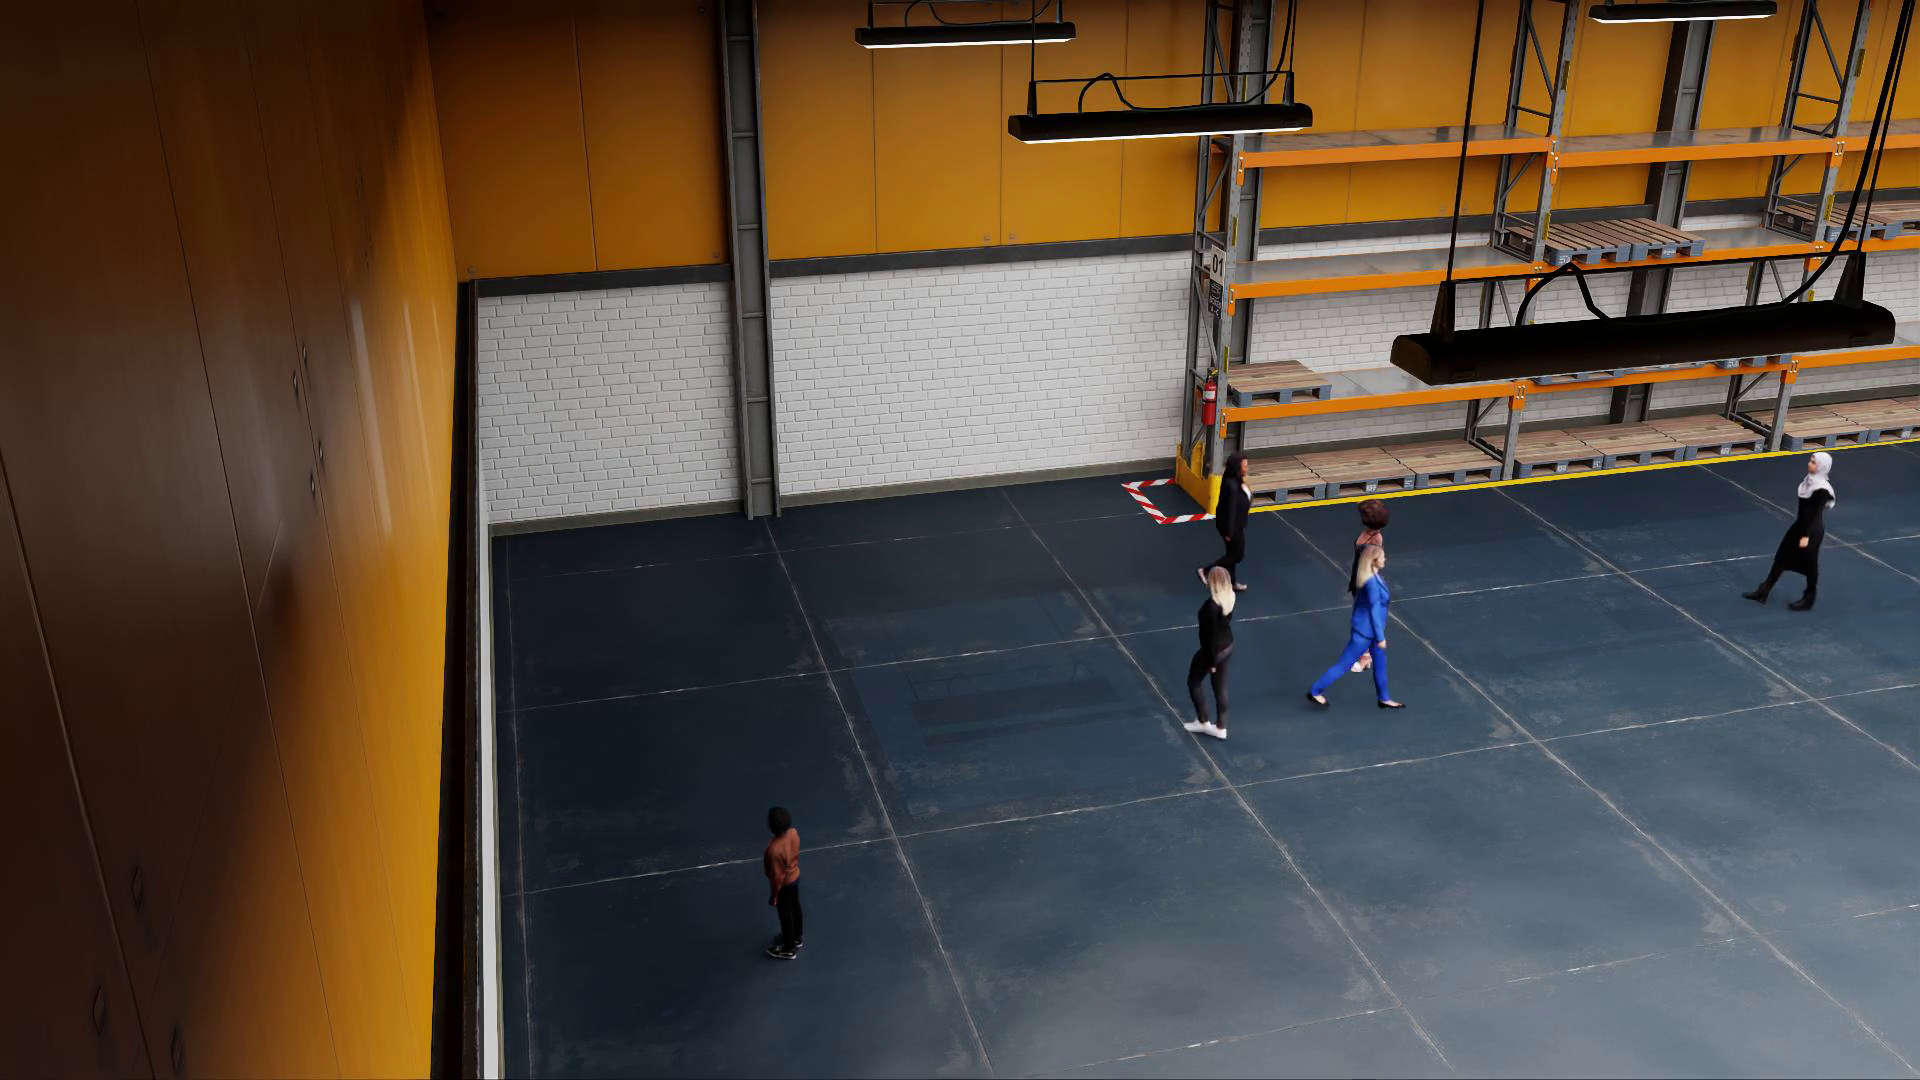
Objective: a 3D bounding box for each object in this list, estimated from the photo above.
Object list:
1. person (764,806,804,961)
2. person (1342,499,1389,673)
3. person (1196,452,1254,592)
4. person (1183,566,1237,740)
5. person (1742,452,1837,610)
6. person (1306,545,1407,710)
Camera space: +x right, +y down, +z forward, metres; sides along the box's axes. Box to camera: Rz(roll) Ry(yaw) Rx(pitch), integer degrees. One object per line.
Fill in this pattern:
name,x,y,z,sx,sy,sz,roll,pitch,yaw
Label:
person,-1.270,2.481,12.116,0.629,1.253,0.591,9,25,20
person,3.950,0.422,16.159,0.602,1.788,0.607,-2,24,-4
person,2.816,-0.168,17.741,0.895,1.602,0.780,2,24,4
person,2.370,1.039,14.896,0.801,1.669,0.728,18,29,35
person,8.907,-0.066,17.315,1.027,1.756,0.773,0,24,-1
person,3.631,0.855,15.328,1.242,1.660,0.957,4,24,9
